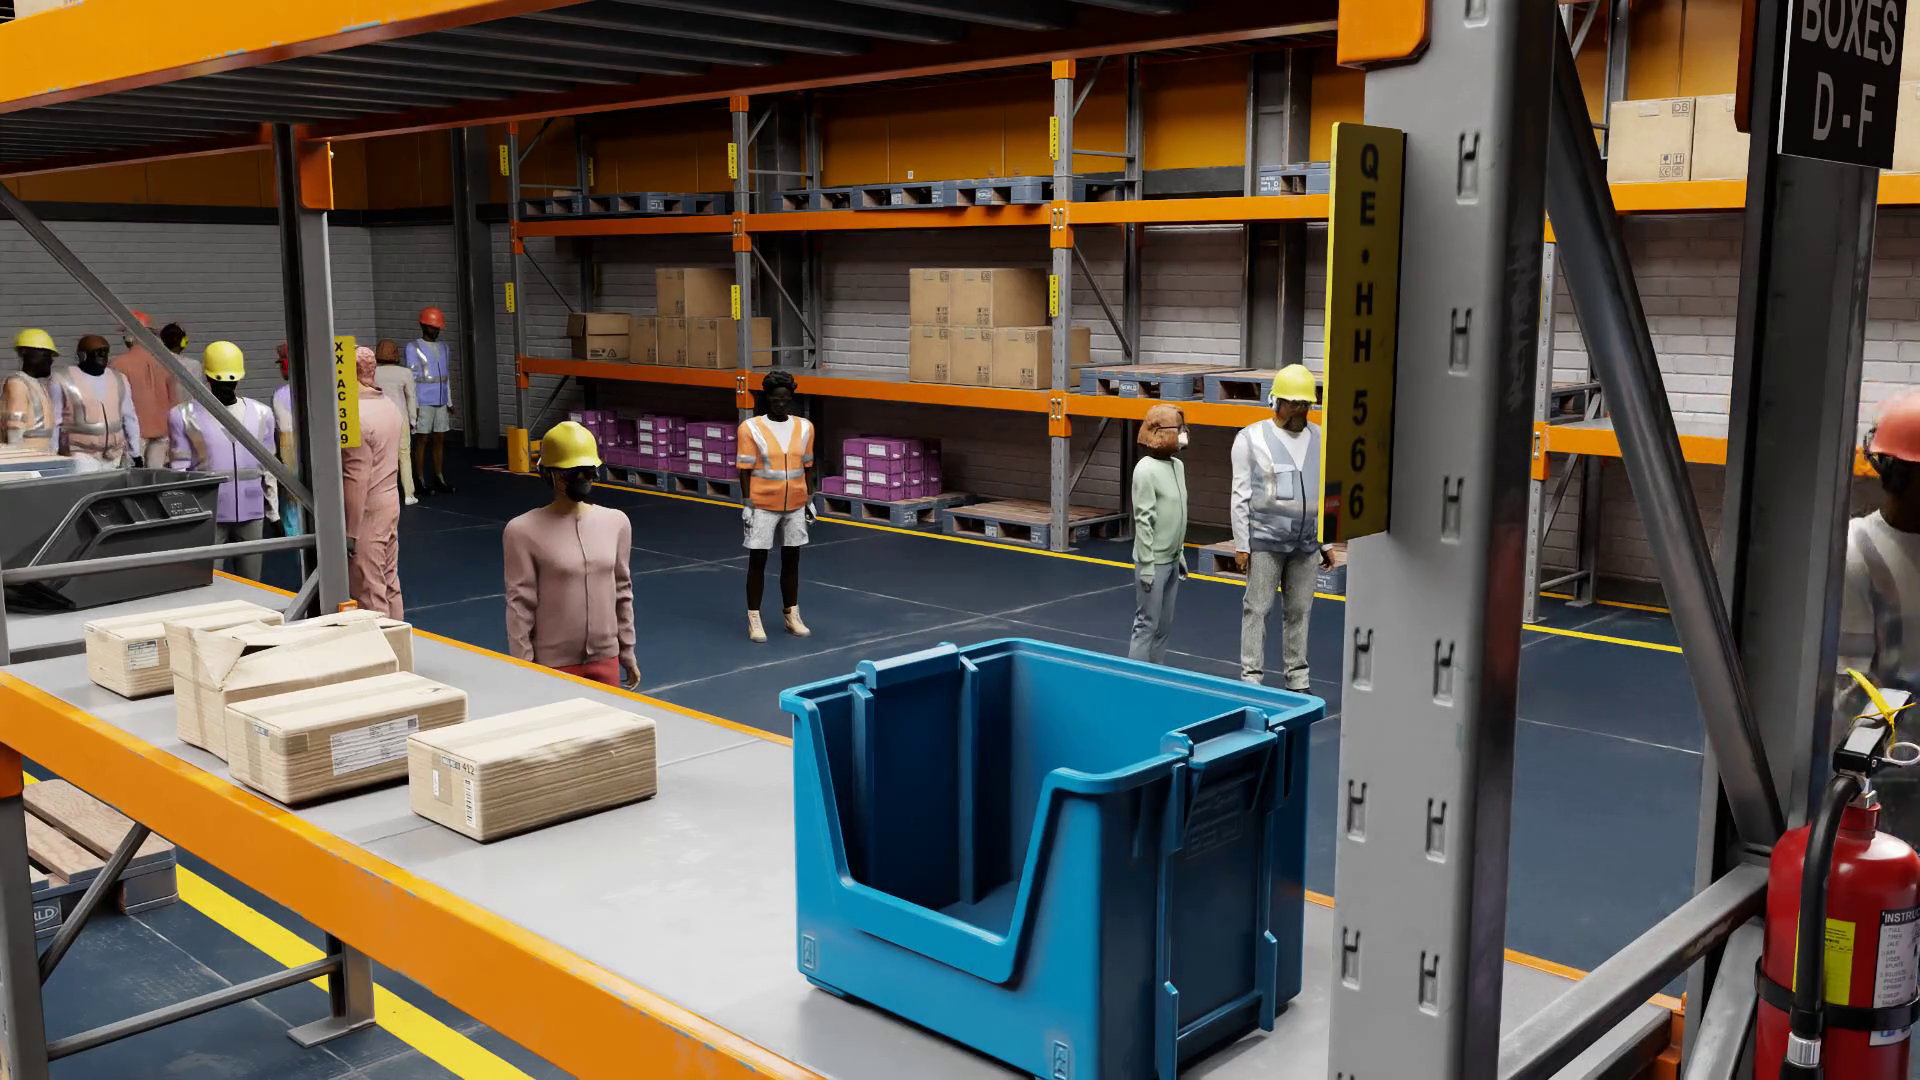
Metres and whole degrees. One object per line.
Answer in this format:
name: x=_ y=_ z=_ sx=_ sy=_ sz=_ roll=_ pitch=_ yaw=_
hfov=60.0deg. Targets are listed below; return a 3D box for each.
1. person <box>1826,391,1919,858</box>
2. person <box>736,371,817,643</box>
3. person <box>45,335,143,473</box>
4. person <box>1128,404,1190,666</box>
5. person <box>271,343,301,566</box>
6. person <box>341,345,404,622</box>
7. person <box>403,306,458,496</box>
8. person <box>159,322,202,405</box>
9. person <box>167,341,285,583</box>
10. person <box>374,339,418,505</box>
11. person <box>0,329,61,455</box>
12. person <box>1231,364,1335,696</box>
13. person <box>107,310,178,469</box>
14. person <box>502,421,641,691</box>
person: x=2.570 y=0.599 z=4.479 sx=0.641 sy=1.986 sz=1.043 roll=-4 pitch=10 yaw=-24
person: x=-1.140 y=-0.214 z=10.387 sx=0.530 sy=1.692 sz=0.322 roll=-5 pitch=11 yaw=-29
person: x=-6.566 y=-0.656 z=12.741 sx=0.835 sy=1.804 sz=0.647 roll=6 pitch=11 yaw=32
person: x=1.032 y=0.120 z=8.513 sx=0.285 sy=1.636 sz=0.497 roll=5 pitch=10 yaw=28
person: x=-4.430 y=-0.434 z=11.347 sx=0.439 sy=1.825 sz=0.585 roll=4 pitch=10 yaw=23
person: x=-3.267 y=-0.108 z=9.087 sx=0.410 sy=1.909 sz=0.642 roll=0 pitch=9 yaw=-2
person: x=-5.407 y=-1.422 z=17.060 sx=0.369 sy=1.933 sz=0.543 roll=5 pitch=11 yaw=30
person: x=-7.167 y=-1.063 z=15.183 sx=0.530 sy=1.842 sz=0.890 roll=-1 pitch=9 yaw=-3
person: x=-4.084 y=-0.150 z=9.309 sx=0.585 sy=1.917 sz=0.382 roll=-9 pitch=13 yaw=-43
person: x=-5.574 y=-1.148 z=16.298 sx=0.497 sy=1.633 sz=0.283 roll=-2 pitch=9 yaw=-12
person: x=-6.608 y=-0.552 z=11.866 sx=0.656 sy=1.884 sz=0.620 roll=-4 pitch=10 yaw=-25
person: x=1.695 y=-0.001 z=8.668 sx=0.588 sy=1.829 sz=0.404 roll=-3 pitch=10 yaw=-16
person: x=-6.780 y=-0.928 z=13.895 sx=0.627 sy=1.975 sz=0.622 roll=6 pitch=11 yaw=33
person: x=-1.414 y=0.445 z=6.125 sx=0.525 sy=1.769 sz=0.309 roll=-9 pitch=13 yaw=-43
